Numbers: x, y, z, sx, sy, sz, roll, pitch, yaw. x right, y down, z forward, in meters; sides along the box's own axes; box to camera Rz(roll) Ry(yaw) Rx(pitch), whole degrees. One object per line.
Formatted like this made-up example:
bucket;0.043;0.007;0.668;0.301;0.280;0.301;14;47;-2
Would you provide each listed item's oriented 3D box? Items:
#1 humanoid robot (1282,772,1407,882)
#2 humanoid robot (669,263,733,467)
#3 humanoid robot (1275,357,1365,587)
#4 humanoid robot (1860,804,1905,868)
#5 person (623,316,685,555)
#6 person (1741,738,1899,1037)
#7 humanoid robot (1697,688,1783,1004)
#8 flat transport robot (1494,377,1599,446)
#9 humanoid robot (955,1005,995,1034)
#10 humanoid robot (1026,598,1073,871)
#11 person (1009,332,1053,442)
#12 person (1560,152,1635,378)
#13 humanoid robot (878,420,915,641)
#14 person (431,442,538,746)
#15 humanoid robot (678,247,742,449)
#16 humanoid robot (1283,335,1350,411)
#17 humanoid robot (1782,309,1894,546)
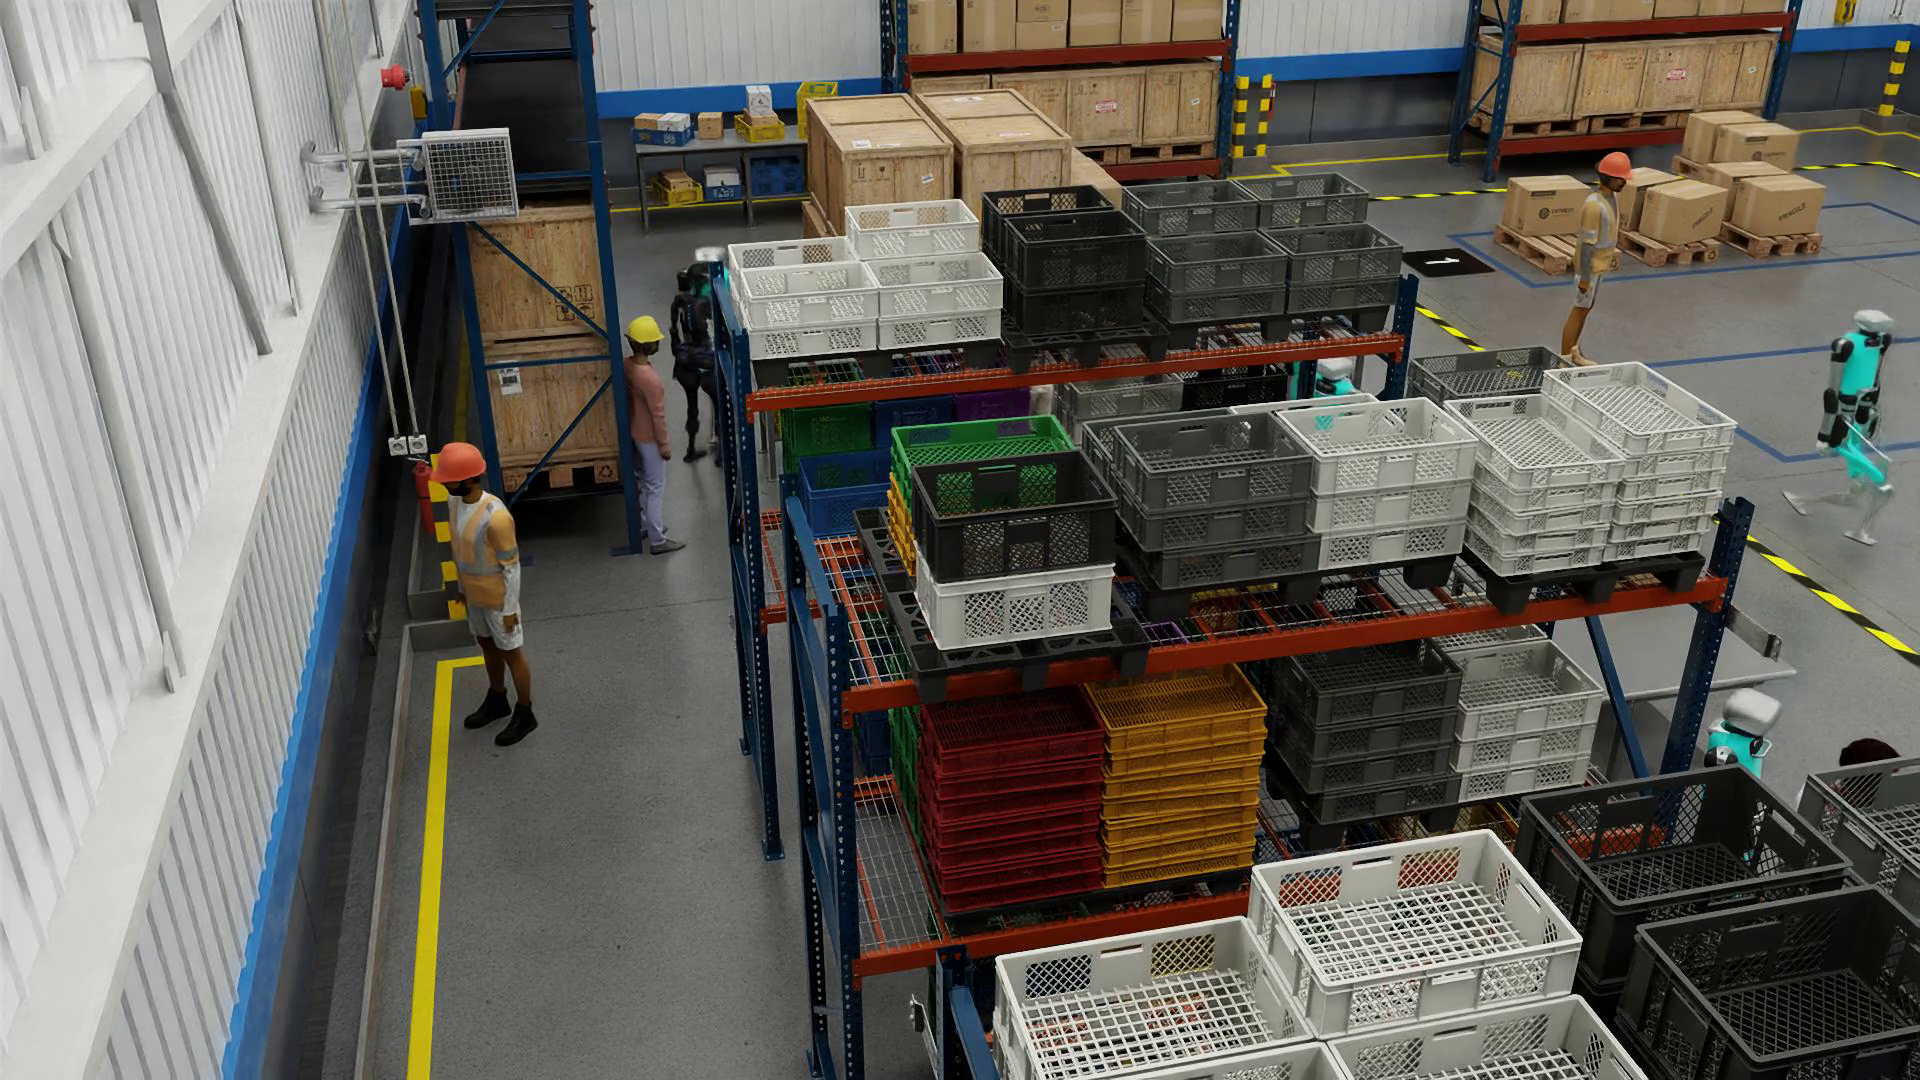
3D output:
humanoid robot;2.067;1.154;8.421;0.818;1.638;0.608;-3;28;-7
humanoid robot;-2.033;-1.381;13.147;0.609;1.649;0.319;12;30;22
humanoid robot;2.276;-0.363;11.141;0.680;1.776;0.540;-20;34;-33
humanoid robot;3.764;1.798;7.110;0.334;1.650;0.603;-17;32;-29
person;-2.213;-0.755;11.882;0.337;1.759;0.526;-17;32;-29
person;3.641;1.664;7.134;0.405;1.915;0.592;4;28;7
humanoid robot;3.631;1.493;7.500;0.735;1.673;0.533;21;34;34
flat transport robot;4.780;-1.036;14.013;0.659;0.231;1.431;-6;28;-12
humanoid robot;0.130;2.382;6.093;0.817;1.641;0.601;-2;28;-3
humanoid robot;0.538;1.197;8.223;0.534;1.796;0.788;-19;33;-31
person;0.426;-0.629;11.567;0.500;1.836;0.338;20;34;33
person;5.644;-2.432;14.762;0.379;2.039;0.615;17;32;28
humanoid robot;-0.288;-0.044;10.672;0.792;1.625;0.600;-4;28;-8
person;-2.765;0.308;9.678;0.545;1.933;0.372;23;35;37
humanoid robot;-1.931;-1.557;13.453;0.556;1.819;0.745;1;28;2
humanoid robot;2.568;-0.643;11.684;0.638;1.797;0.530;-20;34;-33
humanoid robot;6.489;-0.743;11.911;0.546;1.740;1.049;-14;31;-24
